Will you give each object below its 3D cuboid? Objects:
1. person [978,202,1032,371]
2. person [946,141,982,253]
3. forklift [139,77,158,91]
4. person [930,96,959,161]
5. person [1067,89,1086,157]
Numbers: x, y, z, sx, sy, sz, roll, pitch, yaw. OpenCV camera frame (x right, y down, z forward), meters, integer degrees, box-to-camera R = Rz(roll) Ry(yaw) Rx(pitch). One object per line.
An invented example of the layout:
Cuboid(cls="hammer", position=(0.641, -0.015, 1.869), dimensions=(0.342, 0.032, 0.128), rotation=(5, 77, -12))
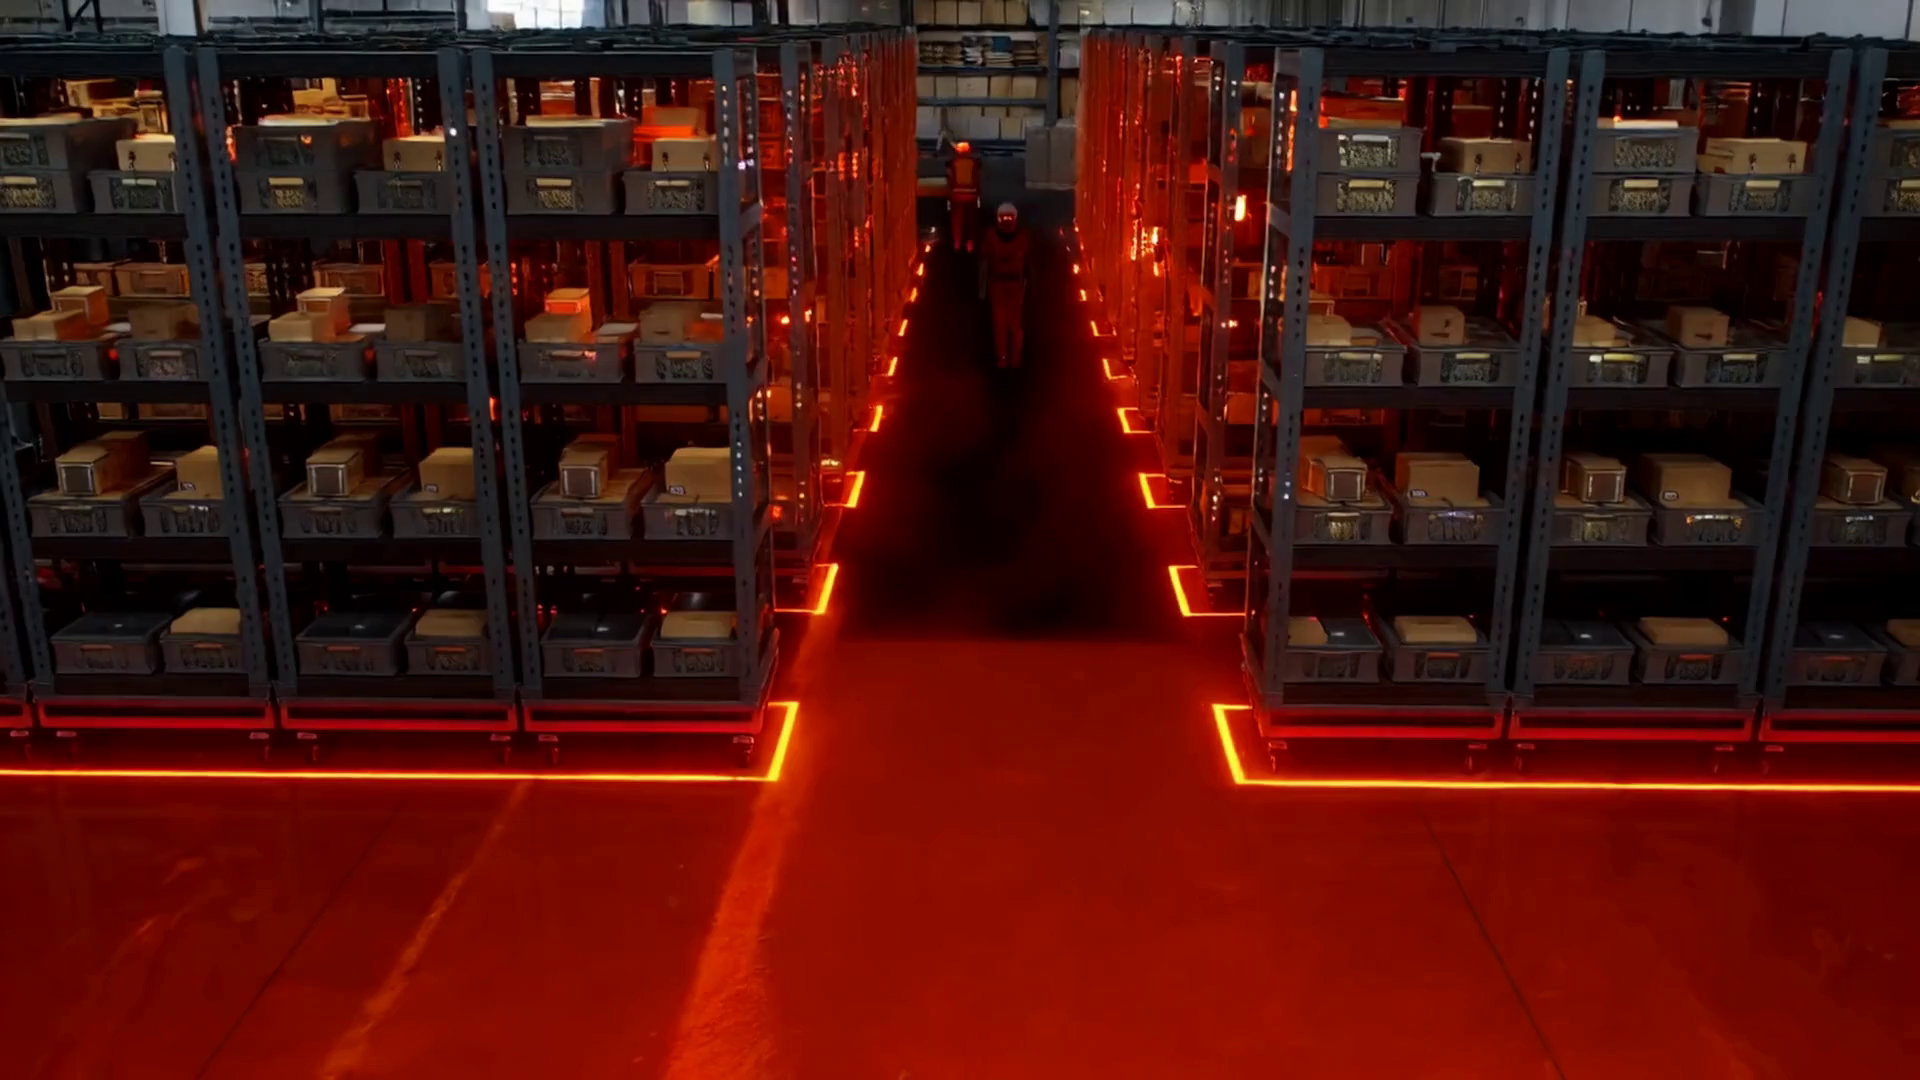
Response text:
Cuboid(cls="person", position=(0.492, -2.771, 18.216), dimensions=(0.569, 1.815, 0.739), rotation=(2, 18, 6))
Cuboid(cls="person", position=(0.074, -5.649, 27.425), dimensions=(0.603, 1.807, 0.821), rotation=(-2, 18, -6))
Cuboid(cls="forklift", position=(-20.799, -11.142, 43.147), dimensions=(1.873, 2.768, 1.129), rotation=(0, 17, 1))
Cuboid(cls="person", position=(-0.373, -11.114, 44.926), dimensions=(0.810, 1.738, 0.521), rotation=(1, 17, 3))
Cuboid(cls="person", position=(3.303, -11.235, 45.000), dimensions=(1.047, 1.939, 0.652), rotation=(-1, 17, -2))
